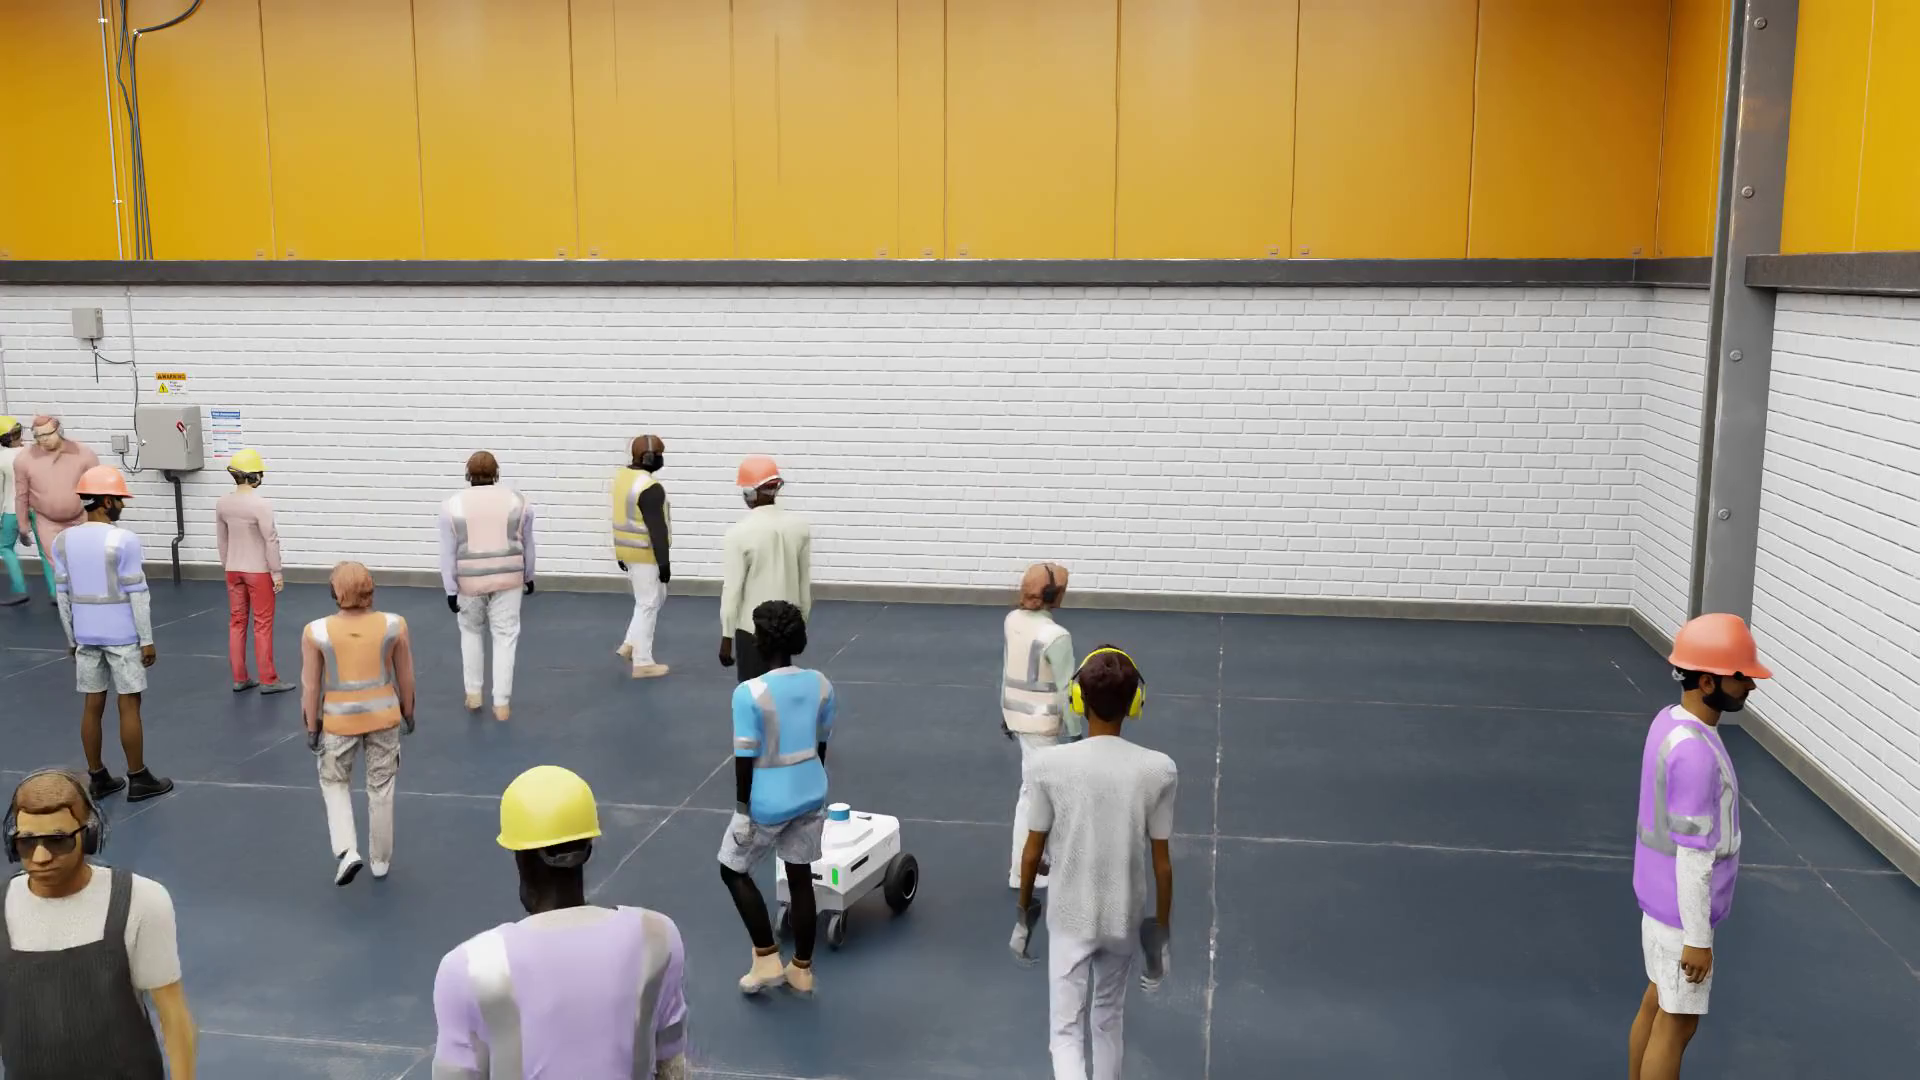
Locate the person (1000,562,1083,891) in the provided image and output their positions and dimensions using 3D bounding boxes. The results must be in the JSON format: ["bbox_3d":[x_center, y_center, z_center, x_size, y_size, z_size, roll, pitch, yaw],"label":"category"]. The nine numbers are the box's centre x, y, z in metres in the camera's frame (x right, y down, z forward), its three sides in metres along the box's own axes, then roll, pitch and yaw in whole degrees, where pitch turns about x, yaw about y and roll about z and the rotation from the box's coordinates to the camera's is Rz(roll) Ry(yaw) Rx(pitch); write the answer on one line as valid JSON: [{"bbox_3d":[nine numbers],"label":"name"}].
[{"bbox_3d":[0.419,0.912,8.159,0.507,1.620,0.543,-5,10,-28],"label":"person"}]

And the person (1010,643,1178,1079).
[{"bbox_3d":[0.442,1.255,5.360,0.517,1.846,0.844,-2,9,-10],"label":"person"}]

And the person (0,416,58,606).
[{"bbox_3d":[-8.392,-0.262,15.057,0.521,1.736,0.717,7,12,38],"label":"person"}]

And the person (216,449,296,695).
[{"bbox_3d":[-5.070,0.230,11.927,0.530,1.768,0.312,4,10,21],"label":"person"}]

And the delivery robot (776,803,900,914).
[{"bbox_3d":[-0.559,1.468,7.721,0.477,0.478,0.707,4,10,23],"label":"delivery robot"}]

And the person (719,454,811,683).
[{"bbox_3d":[-1.125,0.491,9.694,0.587,1.997,0.628,9,13,44],"label":"person"}]

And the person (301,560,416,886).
[{"bbox_3d":[-2.938,0.907,8.168,0.538,1.629,0.427,-4,10,-24],"label":"person"}]

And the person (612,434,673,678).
[{"bbox_3d":[-2.339,0.123,12.394,0.458,1.827,0.659,-6,11,-32],"label":"person"}]

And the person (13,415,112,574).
[{"bbox_3d":[-7.567,-0.147,14.054,0.691,1.840,0.999,-6,11,-33],"label":"person"}]

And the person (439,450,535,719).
[{"bbox_3d":[-3.227,0.287,11.401,0.629,1.815,0.700,-3,10,-17],"label":"person"}]

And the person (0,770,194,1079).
[{"bbox_3d":[-2.227,1.465,4.213,0.533,1.791,0.950,-3,10,-20],"label":"person"}]

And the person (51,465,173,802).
[{"bbox_3d":[-4.854,0.539,9.512,0.542,1.931,0.375,2,9,11],"label":"person"}]

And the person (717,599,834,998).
[{"bbox_3d":[-0.766,1.080,6.920,0.404,1.680,0.563,8,12,42],"label":"person"}]

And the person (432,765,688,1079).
[{"bbox_3d":[-0.970,1.455,3.948,0.625,1.893,0.819,-5,11,-31],"label":"person"}]

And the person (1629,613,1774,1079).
[{"bbox_3d":[2.417,1.189,5.481,0.364,1.935,0.553,3,10,15],"label":"person"}]
